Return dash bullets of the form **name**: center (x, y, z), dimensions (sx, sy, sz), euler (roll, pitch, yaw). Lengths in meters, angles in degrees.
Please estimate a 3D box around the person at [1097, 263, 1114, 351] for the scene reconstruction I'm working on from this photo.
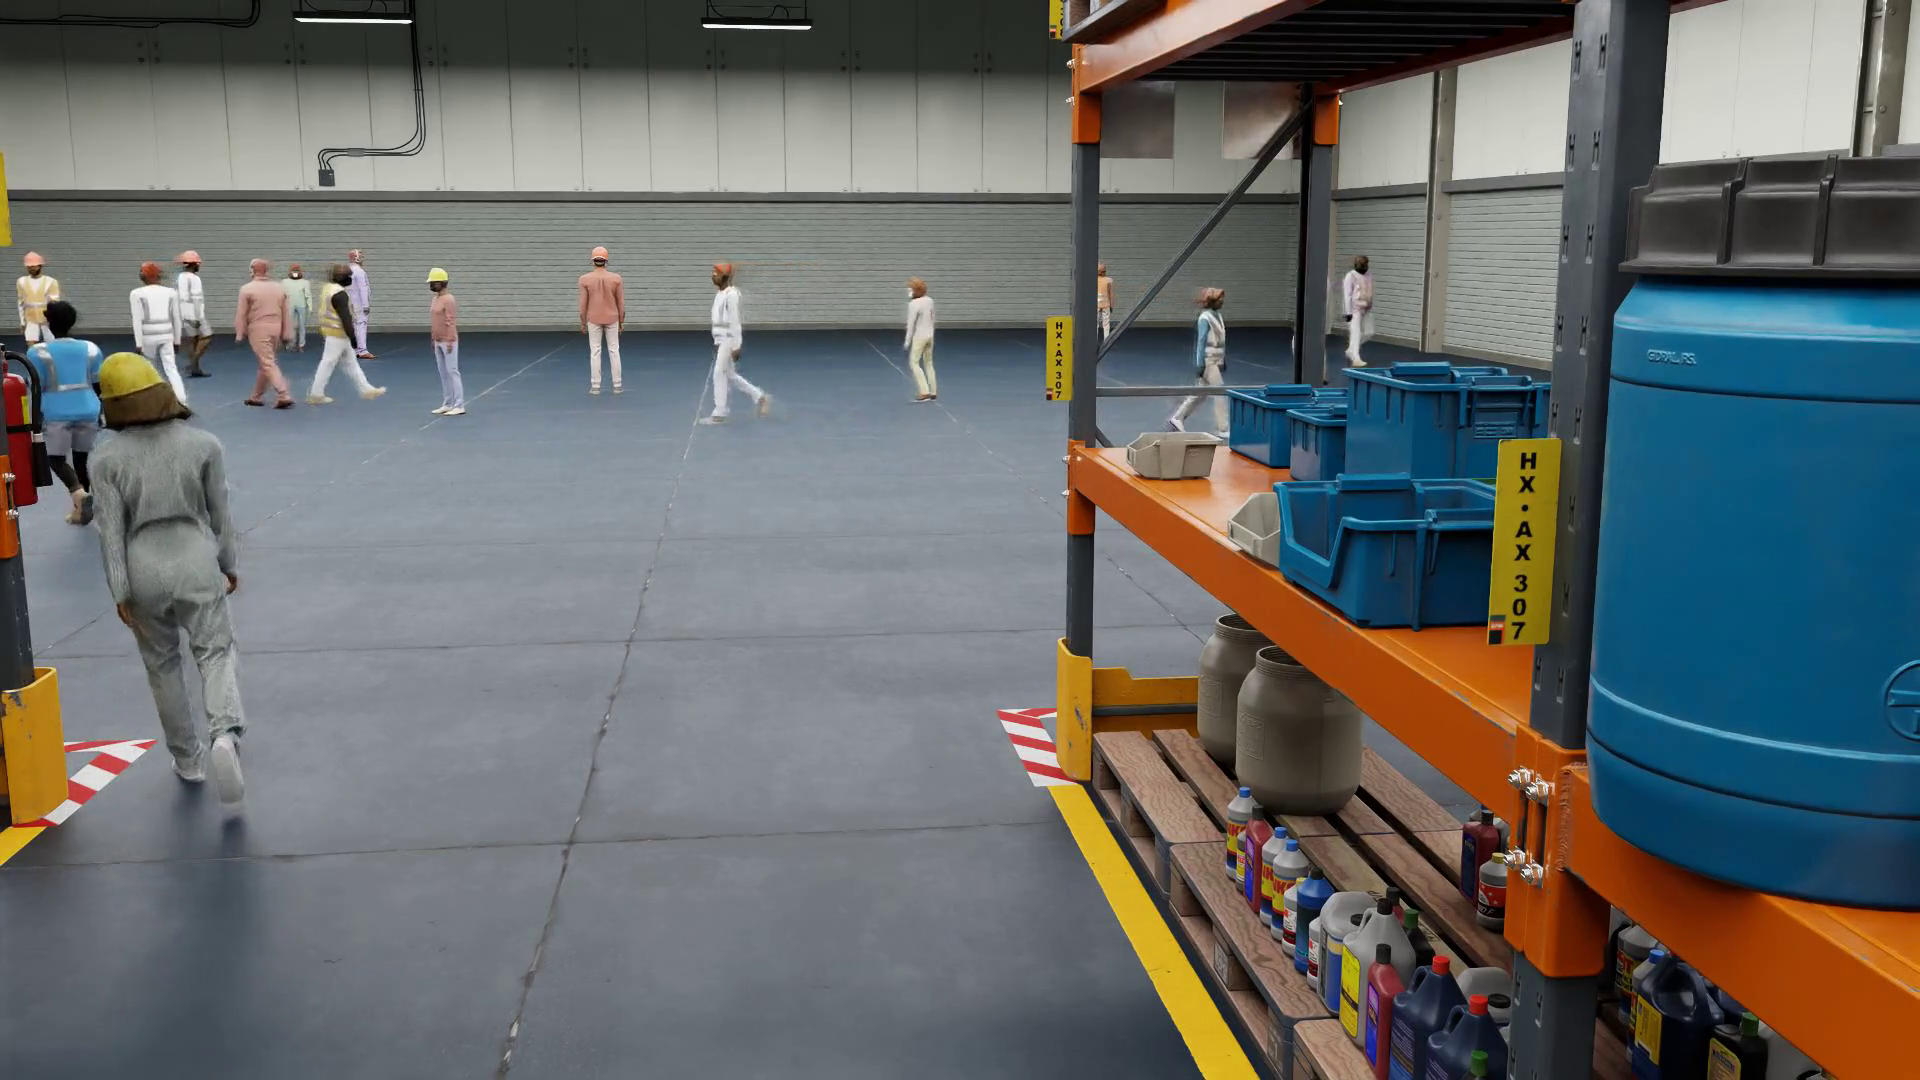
- **person**: center (2.617, -4.332, 31.019), dimensions (0.521, 1.640, 0.306), euler (-1, 10, -8)

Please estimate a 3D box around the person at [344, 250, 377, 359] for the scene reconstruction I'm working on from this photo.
- **person**: center (-10.558, -4.139, 29.230), dimensions (0.651, 1.907, 0.409), euler (9, 14, 42)

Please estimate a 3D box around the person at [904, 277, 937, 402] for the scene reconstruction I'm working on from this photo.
- **person**: center (-0.503, -2.589, 21.543), dimensions (0.323, 1.617, 0.564), euler (6, 12, 29)

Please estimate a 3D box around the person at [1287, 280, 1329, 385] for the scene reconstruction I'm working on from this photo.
- **person**: center (5.012, -3.119, 23.758), dimensions (0.717, 1.865, 0.663), euler (-7, 12, -33)

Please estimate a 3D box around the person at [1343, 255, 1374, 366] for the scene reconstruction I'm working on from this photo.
- **person**: center (6.604, -3.791, 27.527), dimensions (0.651, 1.830, 0.445), euler (-8, 13, -36)

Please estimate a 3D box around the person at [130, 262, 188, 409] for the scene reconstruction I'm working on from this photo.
- **person**: center (-9.517, -2.381, 19.776), dimensions (0.955, 1.848, 0.589), euler (8, 13, 39)

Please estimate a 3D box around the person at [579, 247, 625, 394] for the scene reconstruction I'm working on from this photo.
- **person**: center (-4.862, -2.979, 22.629), dimensions (0.608, 1.995, 0.377), euler (-3, 11, -17)

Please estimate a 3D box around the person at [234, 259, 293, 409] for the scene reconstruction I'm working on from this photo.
- **person**: center (-8.694, -2.563, 20.747), dimensions (1.009, 1.863, 0.661), euler (6, 12, 28)

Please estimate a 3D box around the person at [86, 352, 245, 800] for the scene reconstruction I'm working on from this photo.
- **person**: center (-2.979, 0.143, 6.288), dimensions (0.502, 1.704, 0.730), euler (-6, 12, -31)

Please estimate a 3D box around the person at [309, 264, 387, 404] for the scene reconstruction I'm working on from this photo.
- **person**: center (-7.922, -2.633, 21.325), dimensions (0.990, 1.777, 0.640), euler (-5, 12, -27)

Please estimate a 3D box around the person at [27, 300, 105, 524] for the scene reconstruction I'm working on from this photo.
- **person**: center (-6.487, -0.910, 12.161), dimensions (0.625, 1.679, 0.540), euler (9, 13, 39)

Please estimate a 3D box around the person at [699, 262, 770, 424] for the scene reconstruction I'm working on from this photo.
- **person**: center (-2.592, -2.254, 19.060), dimensions (0.799, 1.861, 0.585), euler (-4, 11, -21)

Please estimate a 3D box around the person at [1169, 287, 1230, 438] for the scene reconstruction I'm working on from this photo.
- **person**: center (2.623, -1.893, 17.762), dimensions (0.806, 1.611, 0.523), euler (5, 11, 24)

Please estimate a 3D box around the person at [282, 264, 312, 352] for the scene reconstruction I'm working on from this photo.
- **person**: center (-12.257, -4.278, 30.746), dimensions (0.531, 1.616, 0.558), euler (-3, 11, -15)

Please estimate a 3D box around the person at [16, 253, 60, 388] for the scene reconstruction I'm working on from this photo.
- **person**: center (-13.026, -3.090, 23.498), dimensions (0.575, 1.896, 0.928), euler (-3, 11, -14)

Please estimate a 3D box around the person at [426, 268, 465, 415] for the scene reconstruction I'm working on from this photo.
- **person**: center (-6.214, -2.379, 19.991), dimensions (0.324, 1.763, 0.533), euler (-9, 14, -42)

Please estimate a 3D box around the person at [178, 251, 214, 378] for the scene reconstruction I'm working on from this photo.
- **person**: center (-11.582, -3.410, 25.189), dimensions (0.549, 1.922, 0.400), euler (7, 12, 33)
